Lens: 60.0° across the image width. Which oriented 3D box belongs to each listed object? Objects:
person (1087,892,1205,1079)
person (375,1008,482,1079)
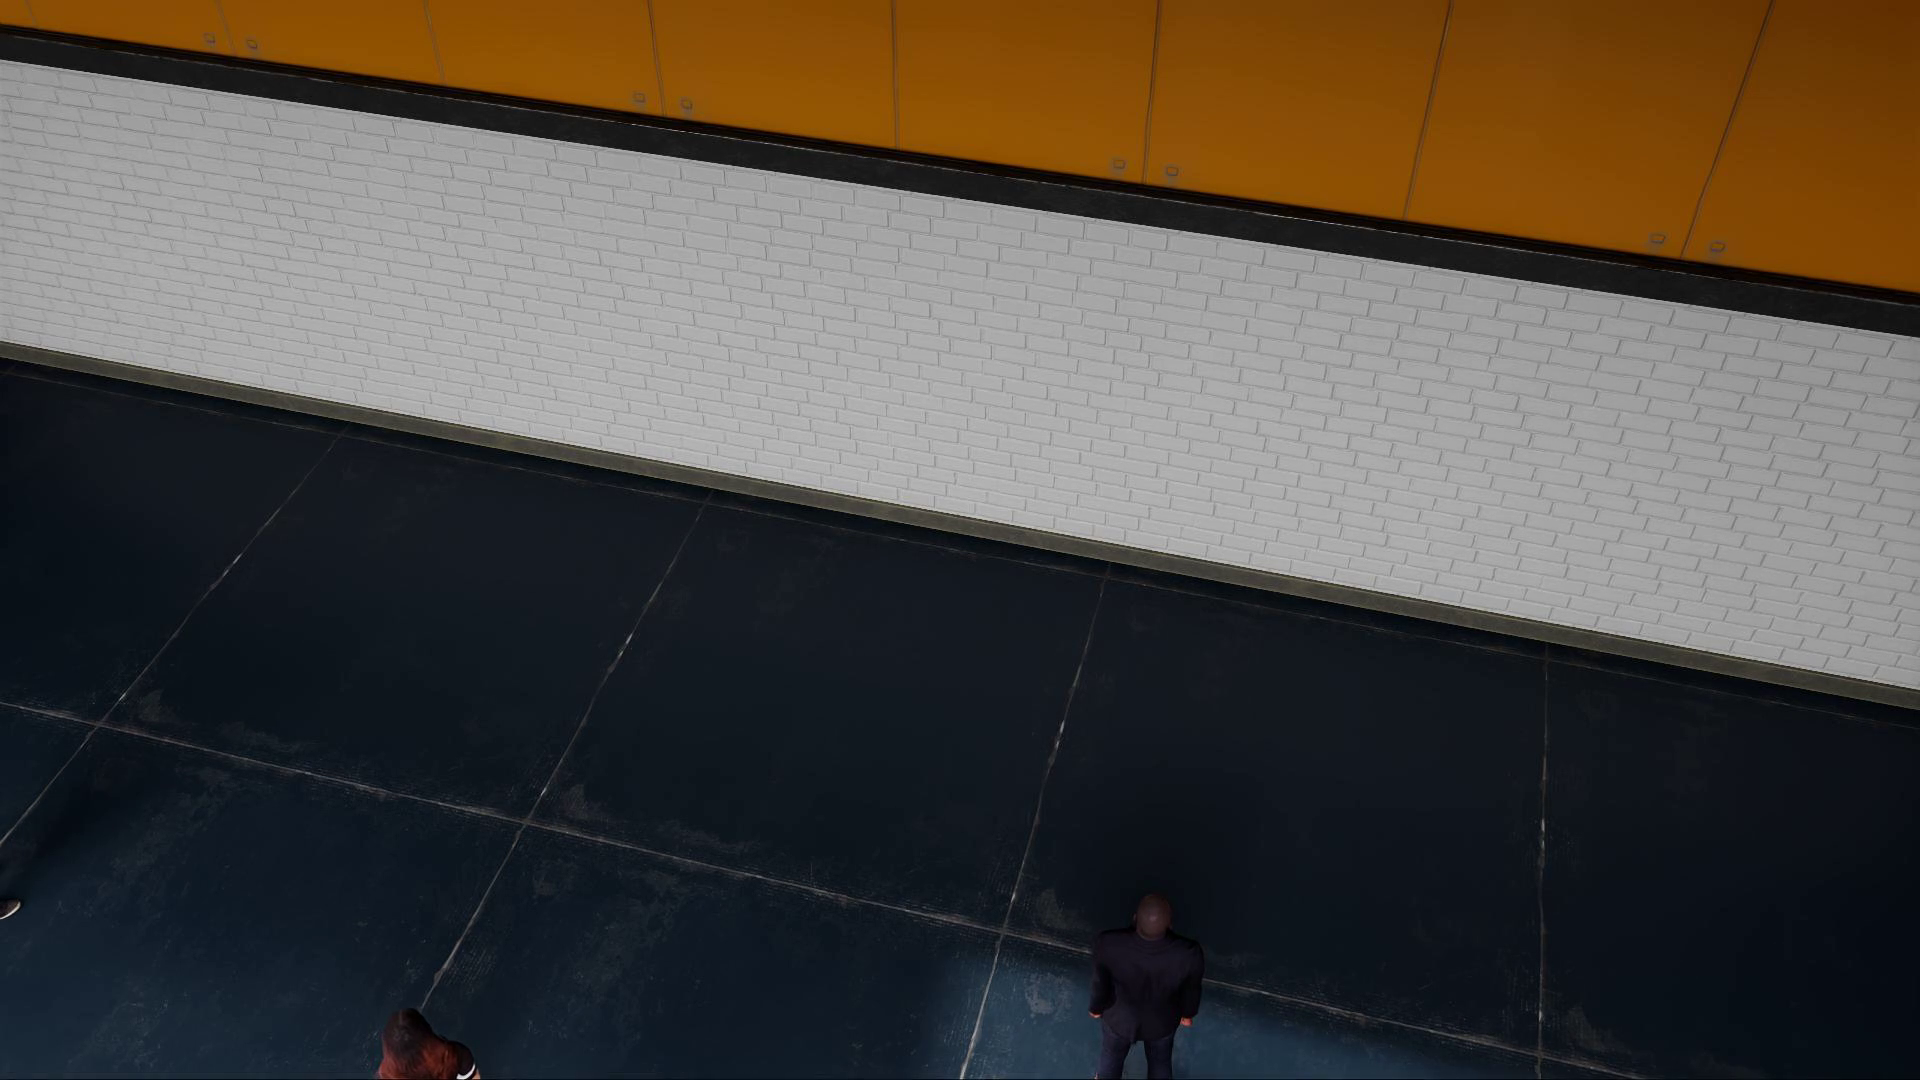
[{"bbox_3d":[0.887,2.326,8.194,0.729,1.817,0.639,4,44,4],"label":"person"},{"bbox_3d":[-2.458,2.721,7.909,0.710,1.639,0.770,-22,48,-21],"label":"person"}]
